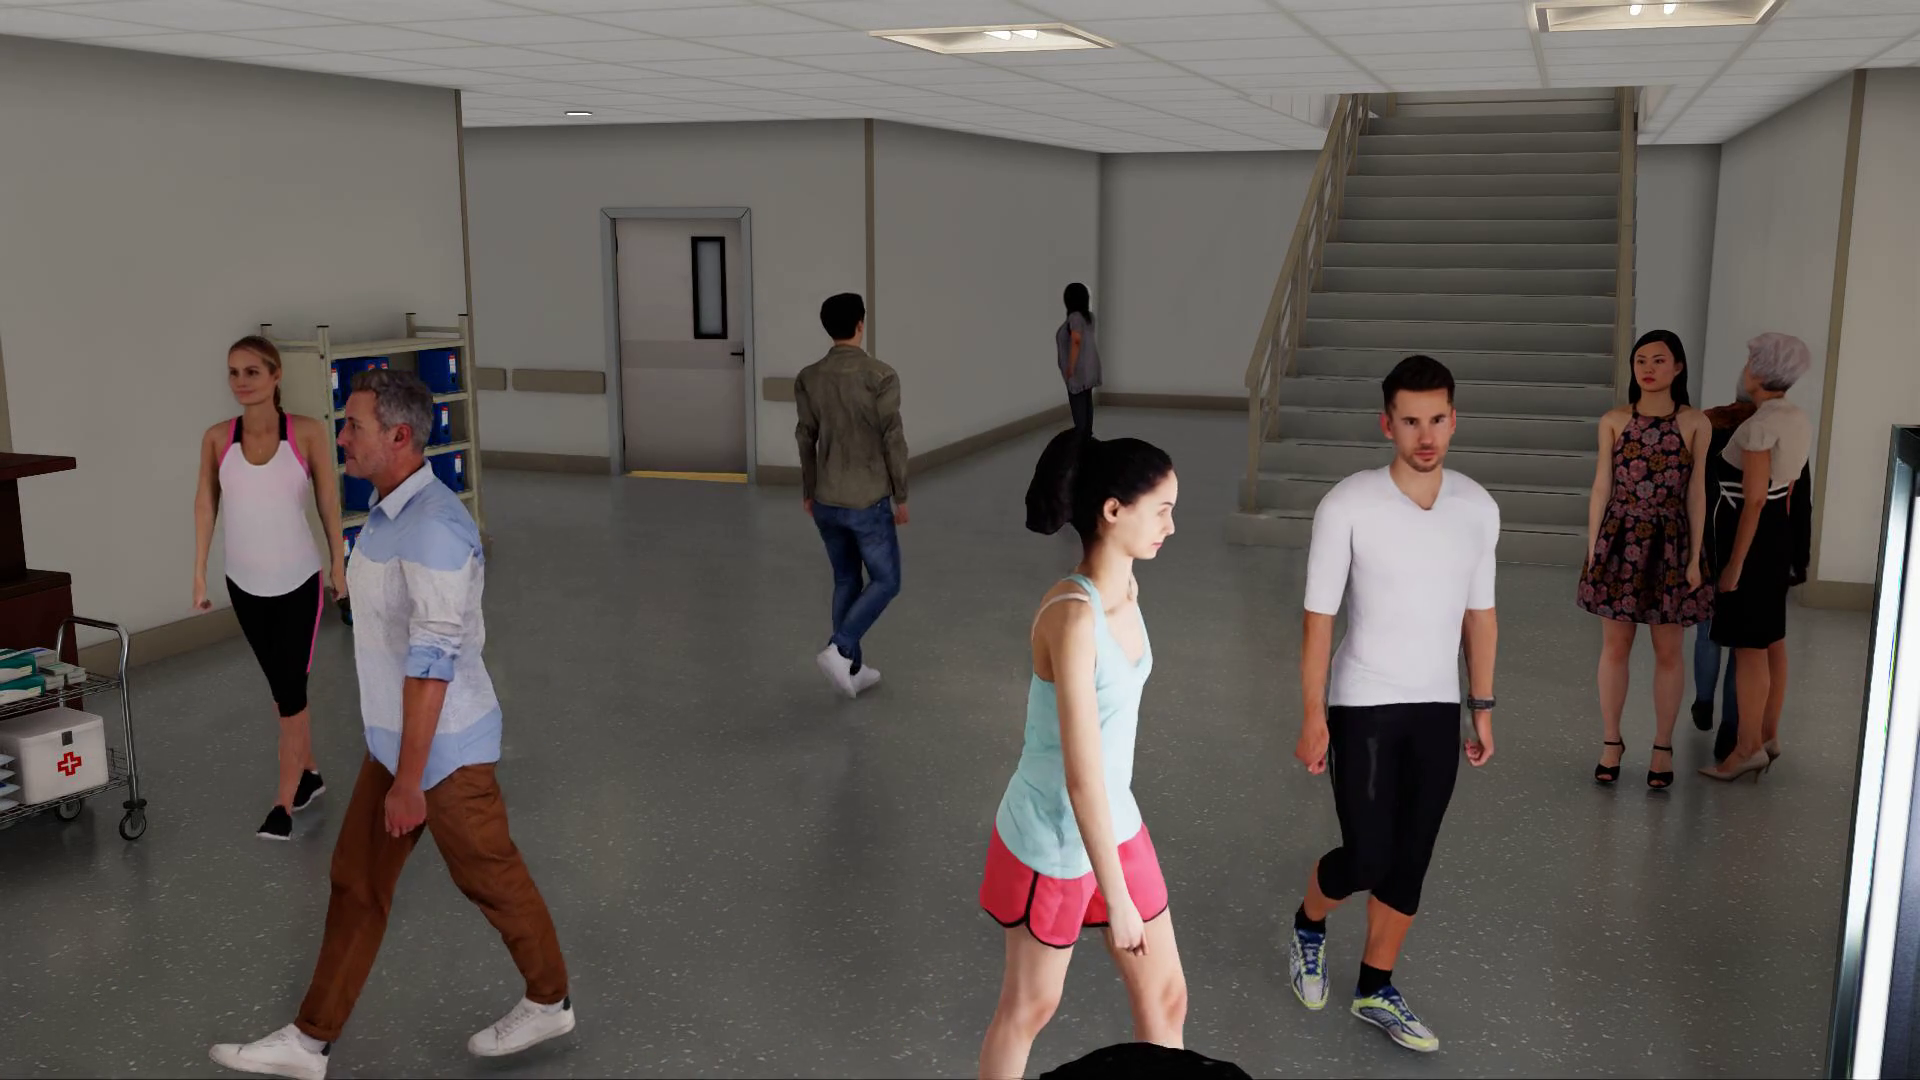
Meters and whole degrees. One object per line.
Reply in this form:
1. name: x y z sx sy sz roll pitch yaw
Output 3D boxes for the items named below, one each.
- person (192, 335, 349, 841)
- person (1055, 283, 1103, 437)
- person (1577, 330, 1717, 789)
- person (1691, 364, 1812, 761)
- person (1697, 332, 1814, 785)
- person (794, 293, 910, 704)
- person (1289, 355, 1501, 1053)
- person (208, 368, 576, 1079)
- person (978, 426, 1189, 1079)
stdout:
1. person: -2.442 0.160 6.025 0.891 1.754 1.121 -1 11 -3
2. person: 1.171 -1.703 16.237 0.705 1.608 0.608 5 12 25
3. person: 2.630 0.083 6.381 0.708 1.773 0.715 6 12 29
4. person: 3.152 0.097 6.728 0.693 1.616 0.865 5 12 25
5. person: 3.113 0.075 6.472 0.628 1.754 0.773 -10 15 -43
6. person: -0.525 -0.165 7.469 0.758 1.854 0.871 5 12 26
7. person: 1.111 0.425 4.418 0.900 1.833 0.954 -3 11 -16
8. person: -1.255 0.496 4.187 1.237 1.779 1.096 -8 13 -35
9. person: 0.161 0.649 3.483 0.748 1.742 0.968 5 12 25
